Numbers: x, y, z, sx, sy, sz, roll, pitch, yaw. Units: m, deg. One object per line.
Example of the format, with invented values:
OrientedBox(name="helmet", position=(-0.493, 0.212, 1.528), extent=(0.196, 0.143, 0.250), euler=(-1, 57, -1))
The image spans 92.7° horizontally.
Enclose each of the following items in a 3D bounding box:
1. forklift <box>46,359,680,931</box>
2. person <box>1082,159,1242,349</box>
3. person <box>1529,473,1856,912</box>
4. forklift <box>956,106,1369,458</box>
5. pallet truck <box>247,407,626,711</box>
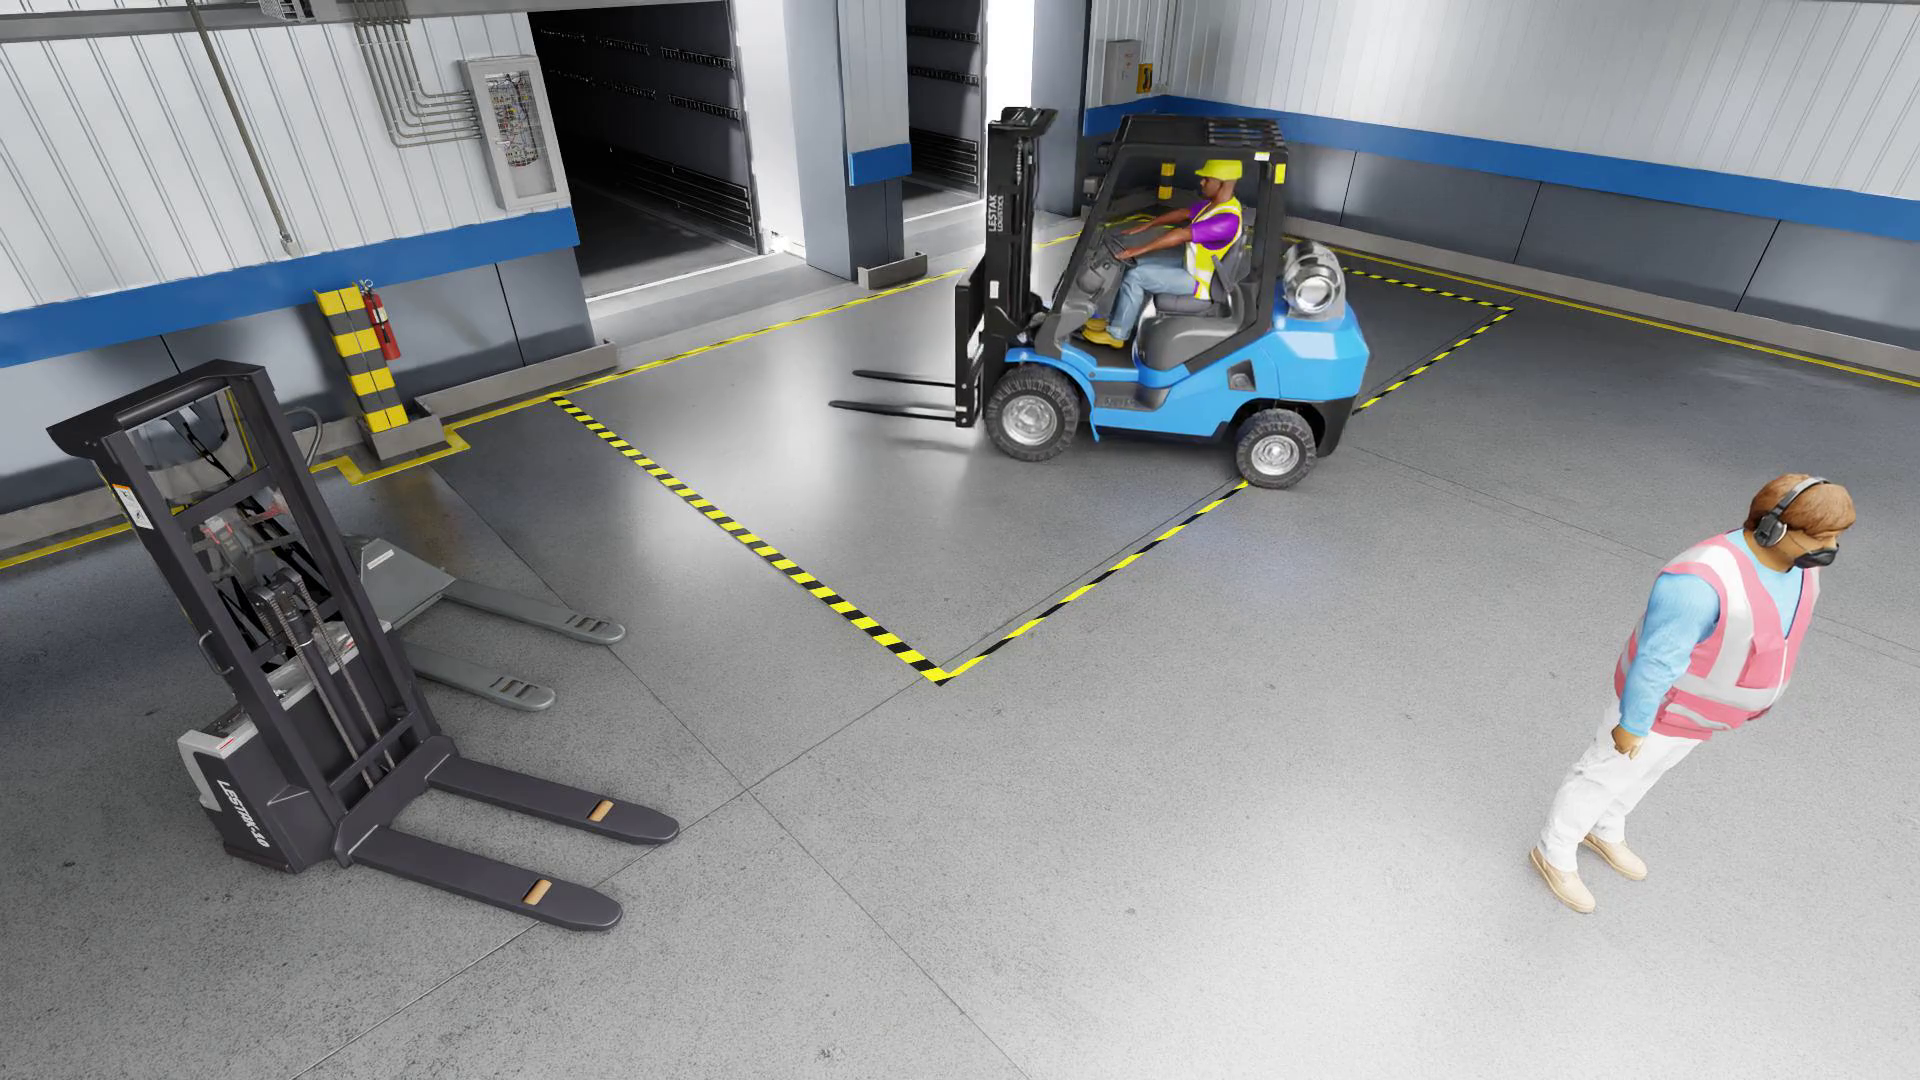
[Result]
OrientedBox(name="forklift", position=(-2.135, 0.422, 3.354), extent=(1.885, 1.965, 0.823), euler=(10, 35, 14))
OrientedBox(name="person", position=(1.337, -1.936, 6.173), extent=(1.004, 1.294, 0.635), euler=(7, 35, 10))
OrientedBox(name="person", position=(2.569, 0.579, 3.261), extent=(0.623, 1.844, 0.431), euler=(-13, 36, -19))
OrientedBox(name="forklift", position=(1.394, -1.770, 6.261), extent=(2.680, 2.036, 1.157), euler=(7, 35, 10))
OrientedBox(name="pallet truck", position=(-2.628, 0.038, 4.590), extent=(1.601, 1.201, 0.680), euler=(12, 36, 18))
